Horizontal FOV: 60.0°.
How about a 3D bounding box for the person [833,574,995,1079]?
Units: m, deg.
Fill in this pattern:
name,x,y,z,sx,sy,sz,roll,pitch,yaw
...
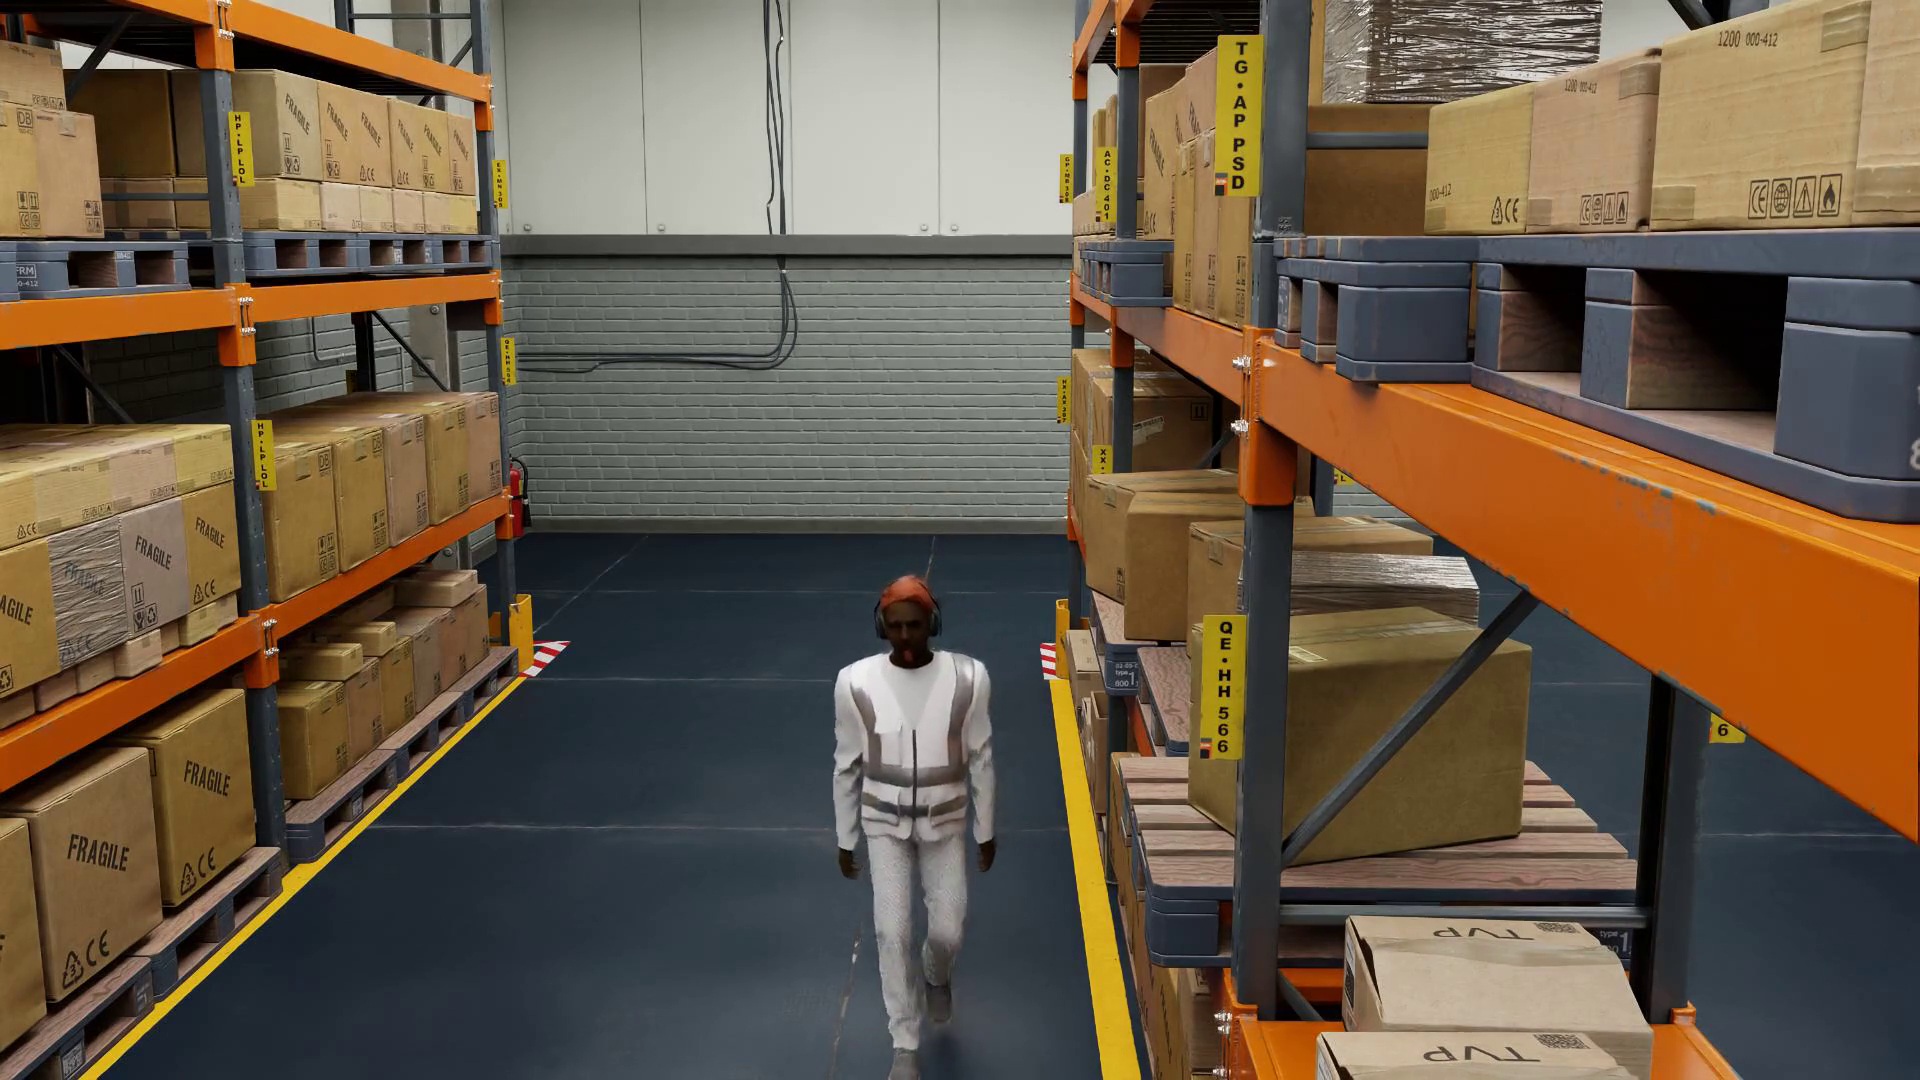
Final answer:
name,x,y,z,sx,sy,sz,roll,pitch,yaw
person,-0.169,1.034,6.086,0.593,1.866,0.549,0,10,-1
